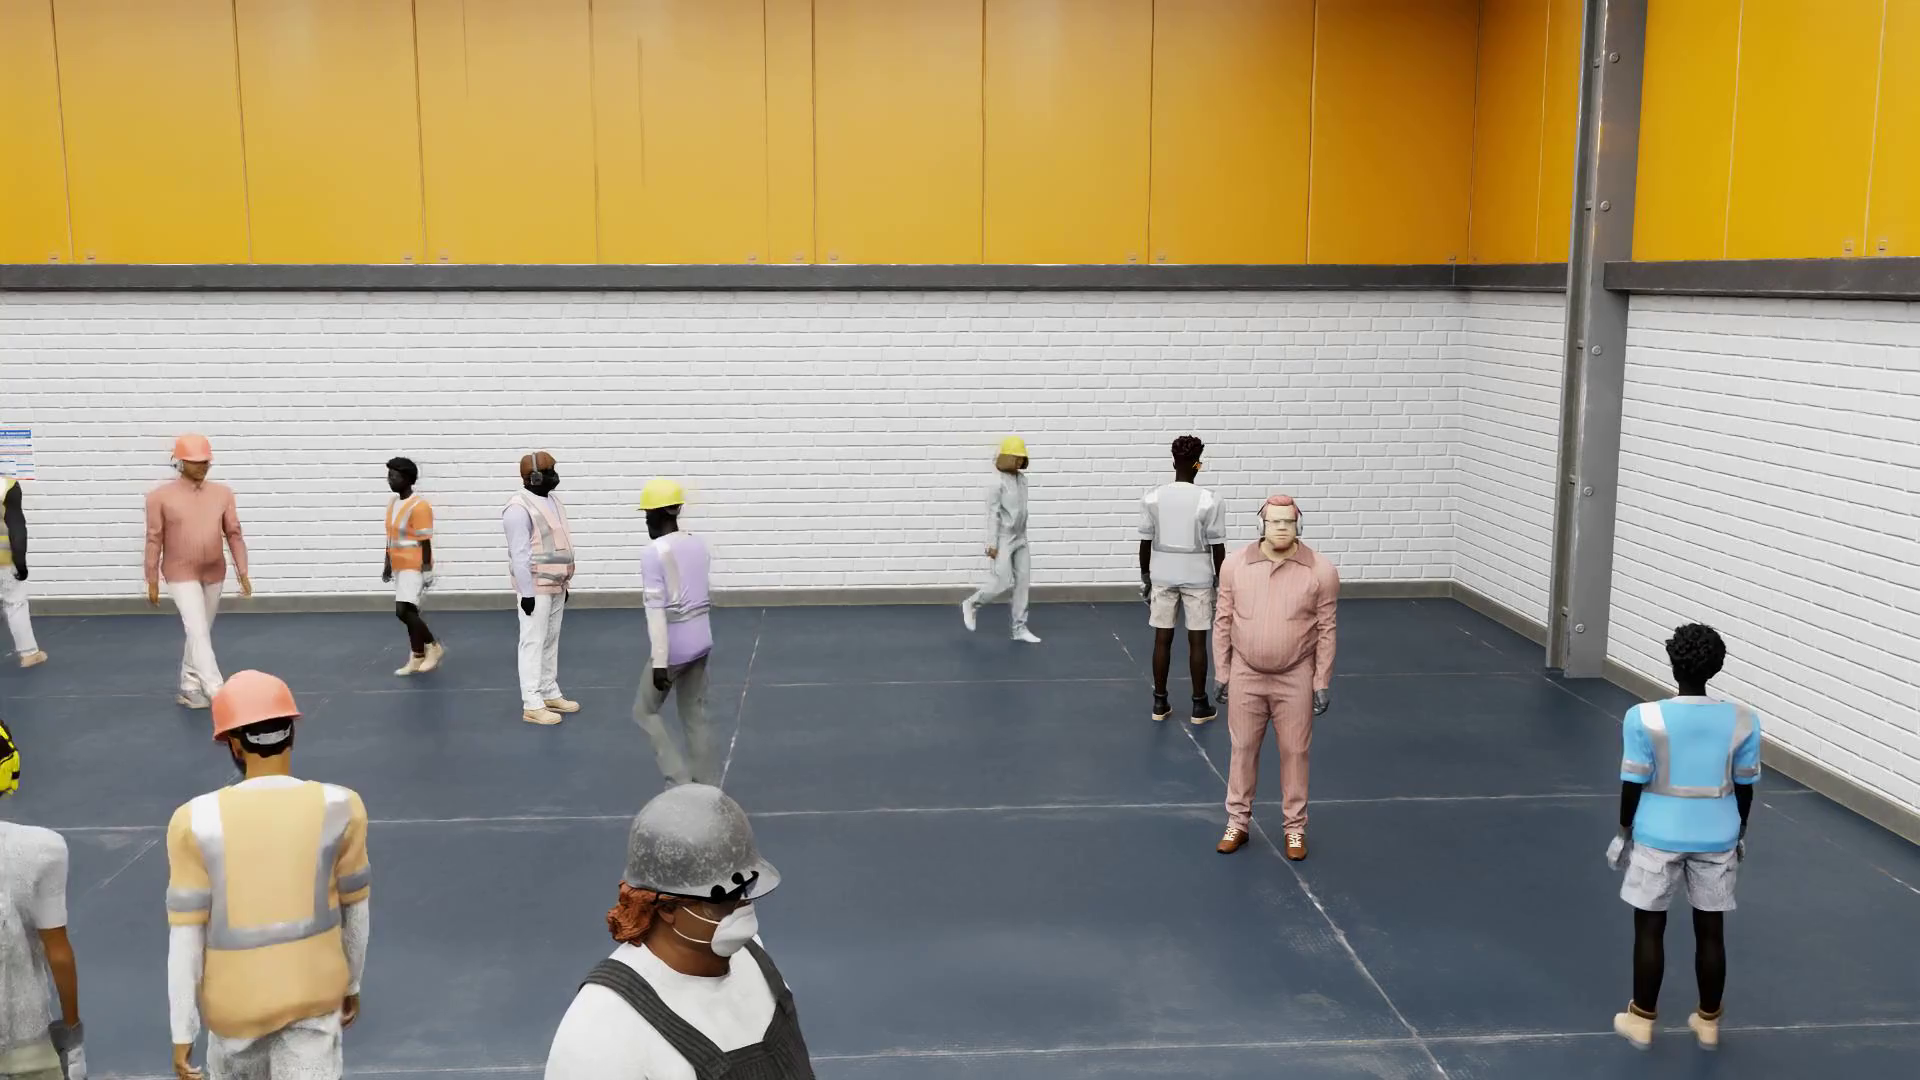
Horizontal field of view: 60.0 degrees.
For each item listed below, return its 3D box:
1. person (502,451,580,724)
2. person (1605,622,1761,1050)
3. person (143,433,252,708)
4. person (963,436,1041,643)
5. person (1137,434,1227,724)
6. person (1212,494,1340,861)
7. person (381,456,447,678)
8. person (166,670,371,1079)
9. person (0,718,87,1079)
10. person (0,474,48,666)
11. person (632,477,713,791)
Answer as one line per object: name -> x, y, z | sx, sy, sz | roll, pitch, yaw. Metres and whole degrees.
person -> -2.842, 0.317, 11.350 | 0.429, 1.844, 0.627 | 2, 9, 10
person -> 2.813, 1.164, 6.497 | 0.568, 1.694, 0.316 | 0, 9, 2
person -> -5.164, 0.251, 11.384 | 0.998, 1.948, 0.630 | 7, 11, 37
person -> 0.362, -0.011, 13.788 | 0.624, 1.727, 0.488 | 7, 11, 37
person -> 1.511, 0.263, 11.295 | 0.610, 1.964, 0.365 | 4, 10, 23
person -> 1.627, 0.709, 8.672 | 0.643, 1.913, 0.410 | 3, 10, 18
person -> -4.160, 0.209, 12.511 | 0.368, 1.680, 0.542 | -8, 12, -42
person -> -2.030, 1.320, 4.923 | 0.564, 1.875, 0.915 | -4, 10, -25
person -> -2.714, 1.386, 4.648 | 0.511, 1.850, 0.419 | -3, 9, -17
person -> -7.376, 0.126, 12.650 | 0.644, 1.815, 0.790 | 0, 9, 1
person -> -1.598, 0.602, 9.345 | 0.492, 1.902, 0.635 | 4, 10, 26
